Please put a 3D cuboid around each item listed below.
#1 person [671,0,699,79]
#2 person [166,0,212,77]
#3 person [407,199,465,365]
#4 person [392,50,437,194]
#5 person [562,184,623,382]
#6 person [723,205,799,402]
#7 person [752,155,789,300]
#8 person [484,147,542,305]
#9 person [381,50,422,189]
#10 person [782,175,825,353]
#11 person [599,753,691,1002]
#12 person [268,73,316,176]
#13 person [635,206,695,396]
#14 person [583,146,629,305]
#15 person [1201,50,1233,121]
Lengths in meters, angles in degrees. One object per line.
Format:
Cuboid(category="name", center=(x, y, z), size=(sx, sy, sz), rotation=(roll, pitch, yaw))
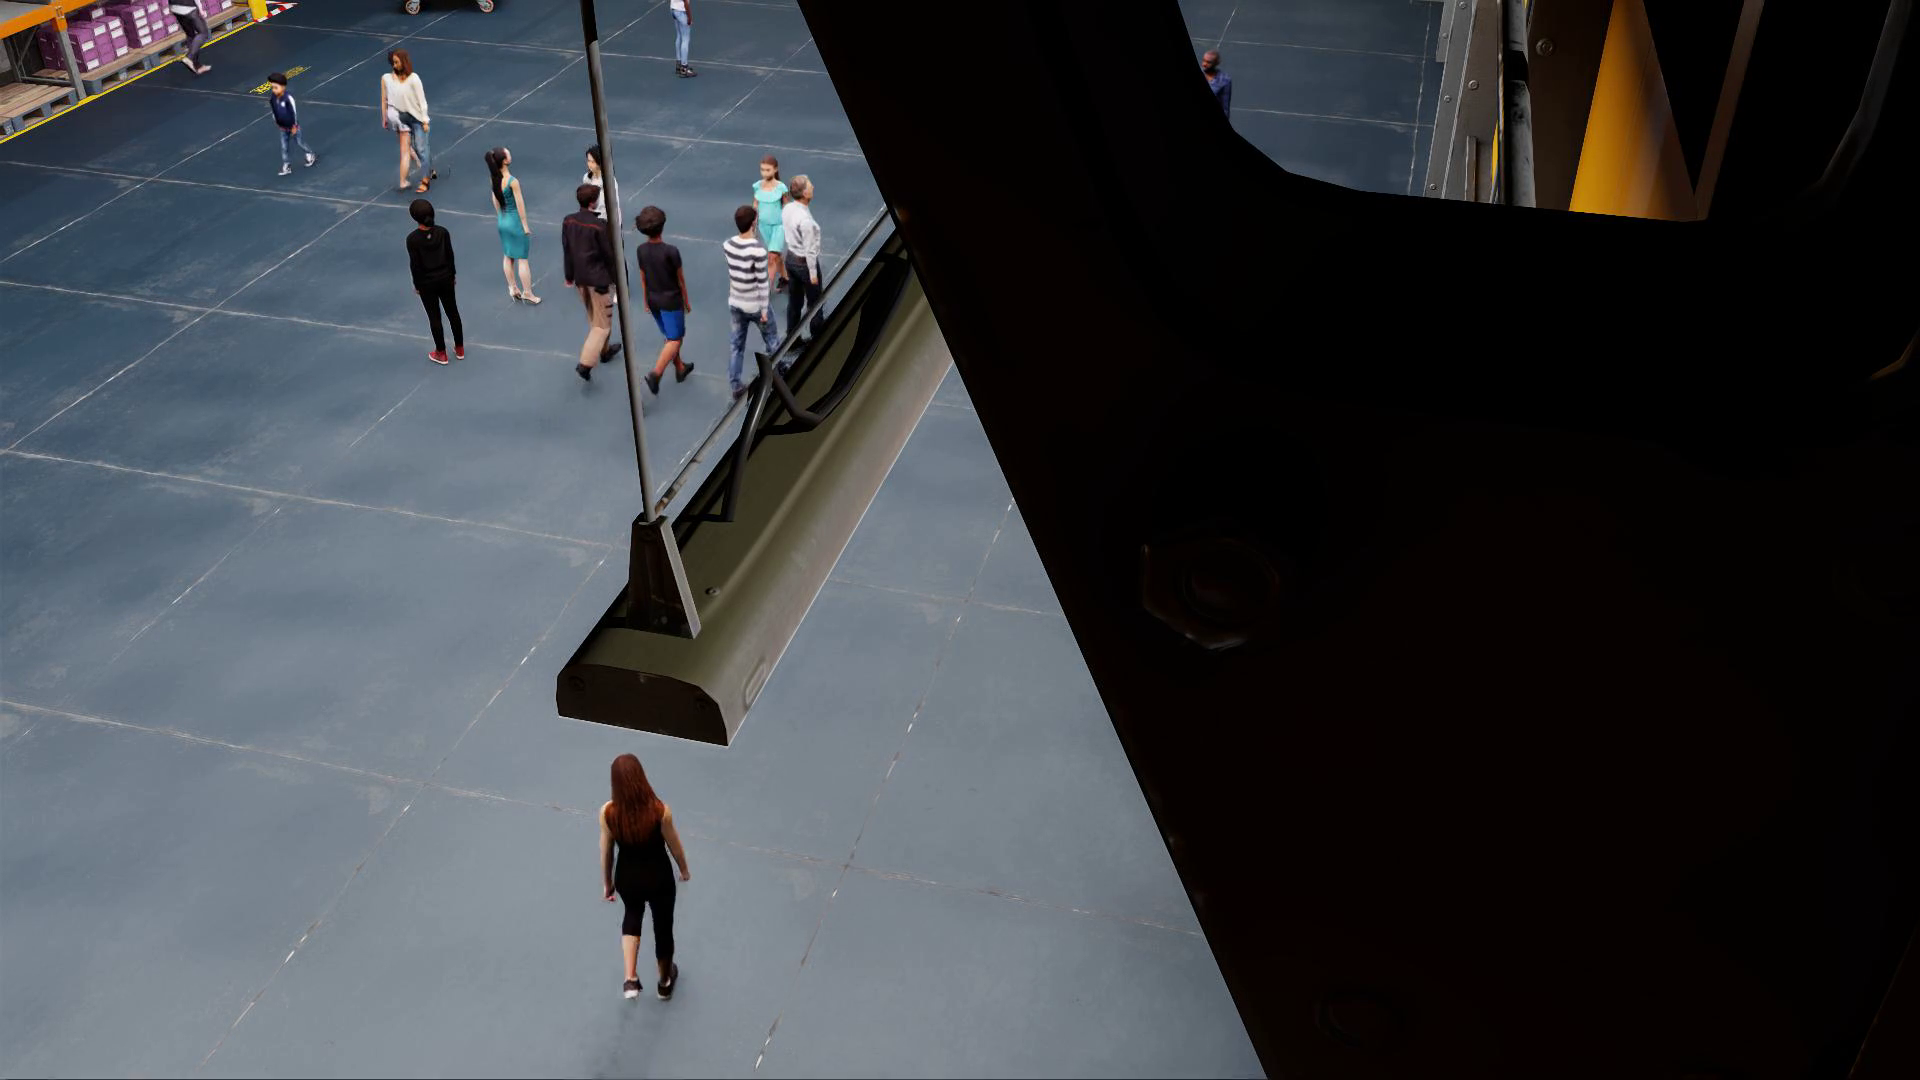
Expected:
Cuboid(category="person", center=(-3.914, -7.391, 23.315), size=(0.706, 1.721, 0.645), rotation=(-18, 38, -25))
Cuboid(category="person", center=(-10.825, -7.341, 23.160), size=(0.697, 1.809, 0.846), rotation=(8, 34, 11))
Cuboid(category="person", center=(-5.039, -2.495, 15.990), size=(0.665, 1.675, 0.747), rotation=(-23, 40, -31))
Cuboid(category="person", center=(-6.463, -5.015, 19.769), size=(0.743, 1.689, 0.782), rotation=(21, 39, 28))
Cuboid(category="person", center=(-3.472, -2.390, 15.636), size=(0.803, 1.892, 1.176), rotation=(11, 35, 16))
Cuboid(category="person", center=(-2.004, -2.132, 15.321), size=(0.787, 1.812, 1.095), rotation=(16, 37, 23))
Cuboid(category="person", center=(-1.917, -3.262, 17.281), size=(0.645, 1.524, 1.023), rotation=(13, 36, 19))
Cuboid(category="person", center=(-4.604, -3.227, 17.082), size=(0.599, 1.685, 0.580), rotation=(21, 39, 28))
Cuboid(category="person", center=(-6.680, -4.984, 19.812), size=(0.643, 1.590, 1.064), rotation=(6, 34, 9))
Cuboid(category="person", center=(-1.552, -2.668, 16.117), size=(0.928, 1.823, 0.864), rotation=(-21, 39, -28))
Cuboid(category="person", center=(-1.789, 1.963, 9.250), size=(0.645, 1.711, 0.730), rotation=(4, 34, 6))
Cuboid(category="person", center=(-8.189, -5.118, 20.362), size=(0.511, 1.203, 0.822), rotation=(8, 34, 12))
Cuboid(category="person", center=(-2.768, -2.182, 15.431), size=(0.711, 1.774, 1.070), rotation=(14, 36, 20))
Cuboid(category="person", center=(-3.582, -3.272, 17.145), size=(0.677, 1.691, 0.634), rotation=(15, 37, 22))
Cuboid(category="person", center=(2.876, -4.808, 19.336), size=(0.728, 1.824, 0.689), rotation=(18, 38, 25))
